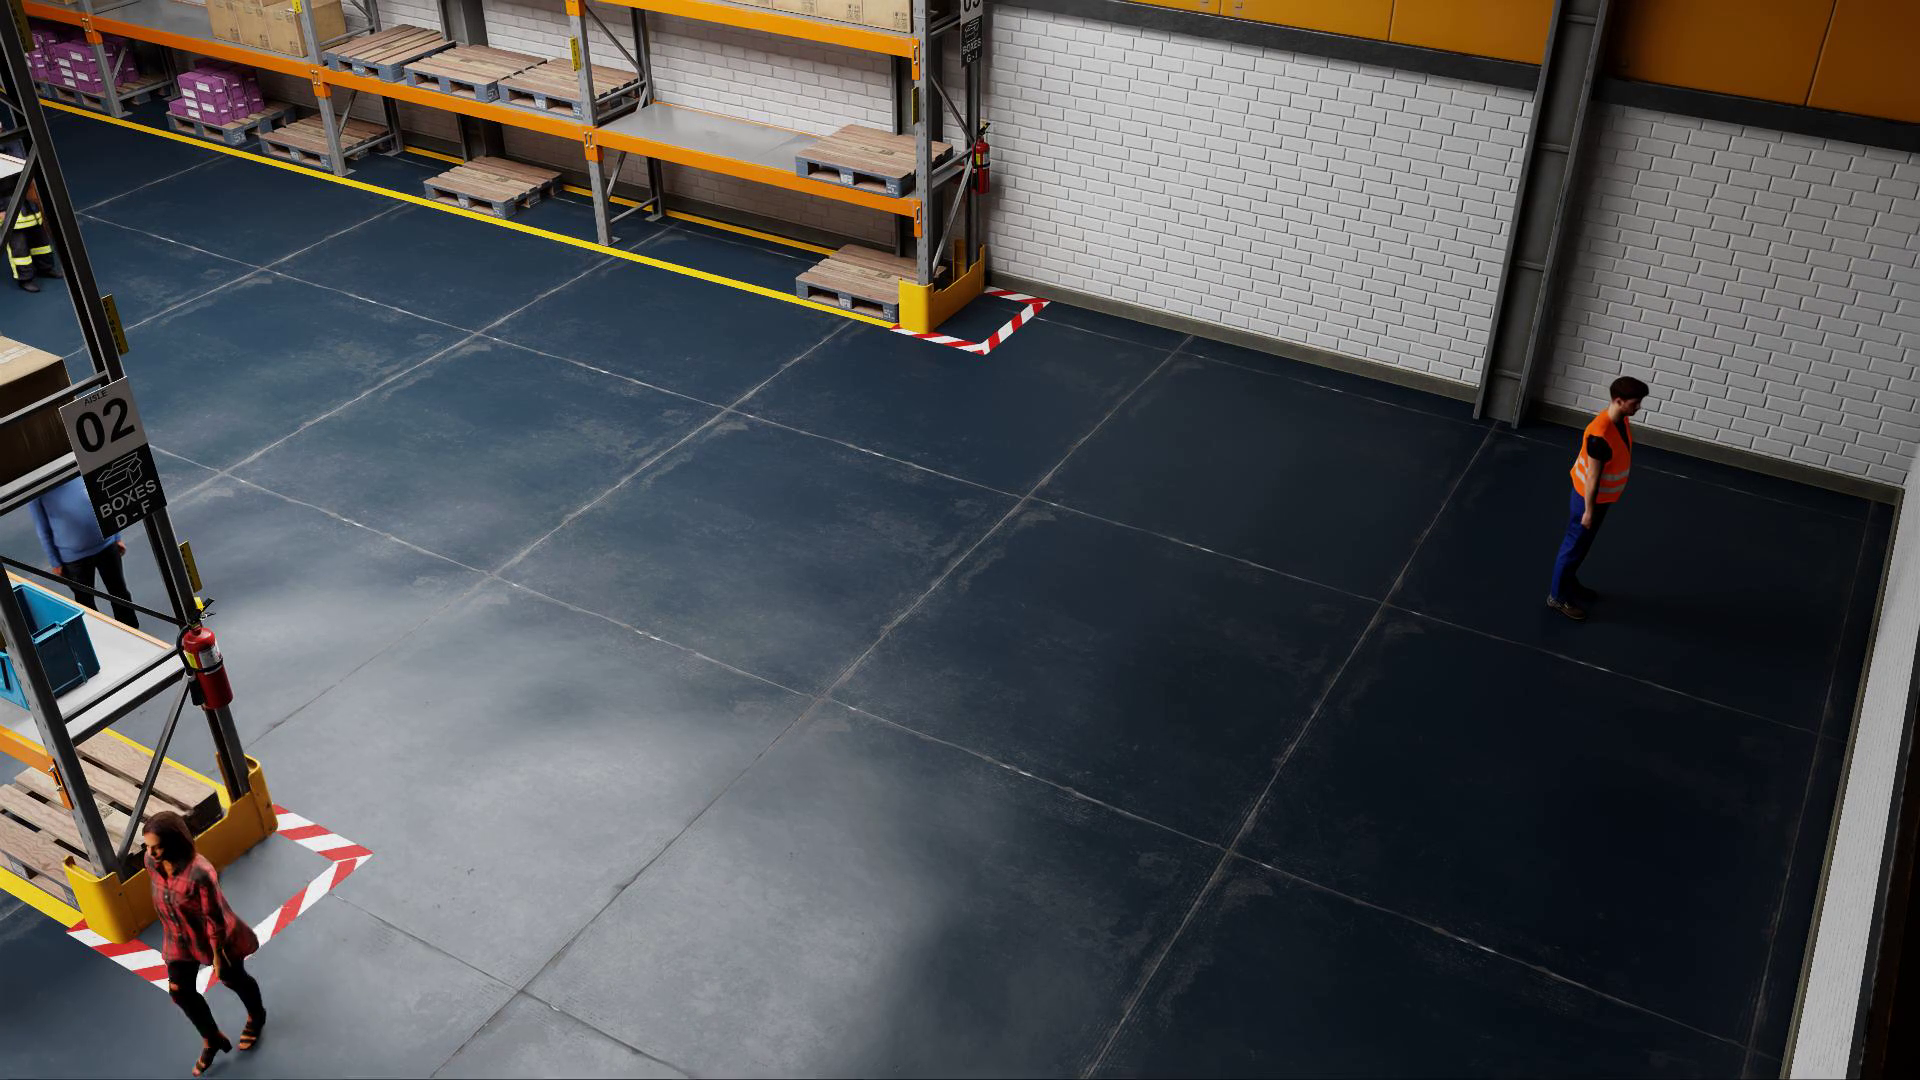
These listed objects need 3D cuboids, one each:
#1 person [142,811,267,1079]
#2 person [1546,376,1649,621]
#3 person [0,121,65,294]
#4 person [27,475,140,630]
[{"bbox_3d":[-3.828,1.978,8.560,0.693,1.684,0.752,11,35,16],"label":"person"},{"bbox_3d":[4.514,-0.329,11.854,0.619,1.880,0.678,20,38,27],"label":"person"},{"bbox_3d":[-9.408,-3.427,16.531,0.757,1.862,0.810,11,35,16],"label":"person"},{"bbox_3d":[-5.989,0.030,11.368,0.625,1.820,0.692,25,41,32],"label":"person"}]
